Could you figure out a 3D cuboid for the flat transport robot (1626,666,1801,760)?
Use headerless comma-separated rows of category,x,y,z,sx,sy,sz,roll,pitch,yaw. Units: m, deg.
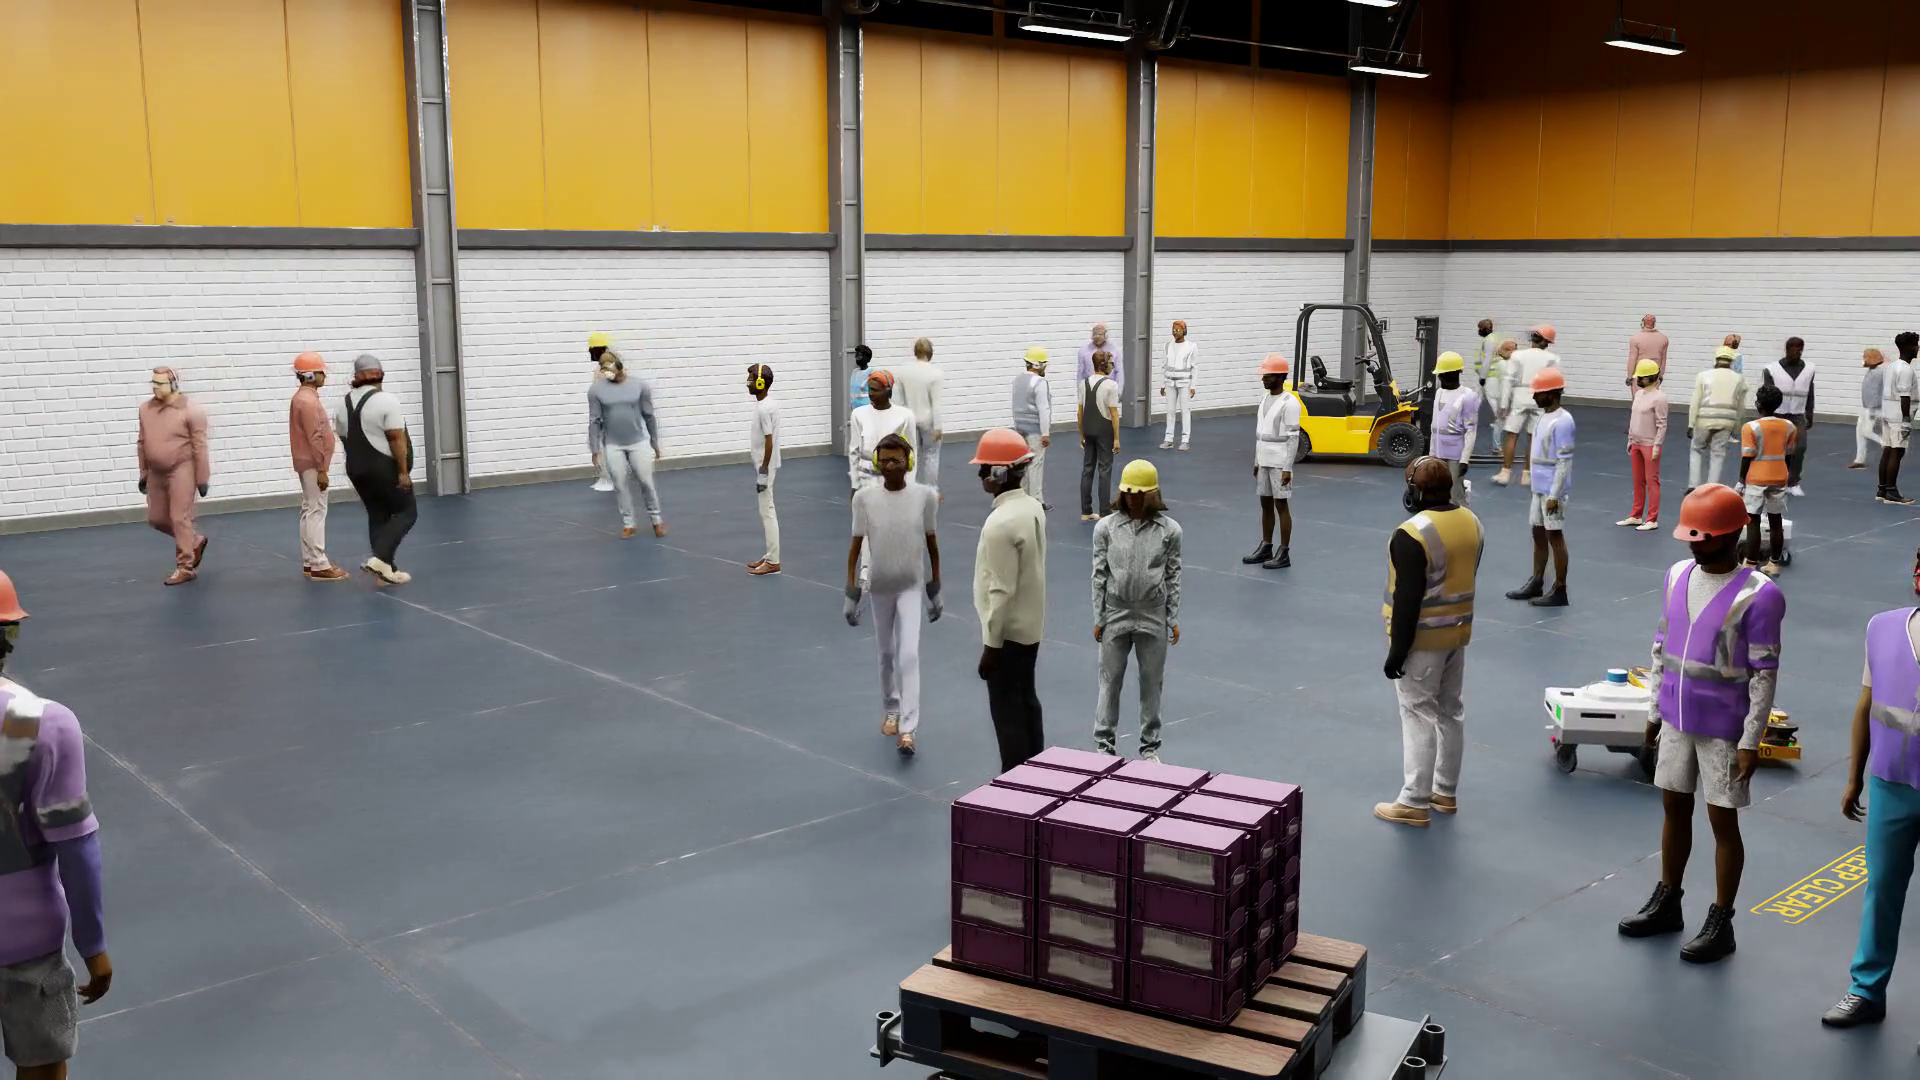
flat transport robot,4.419,1.003,9.862,0.652,0.197,1.431,2,9,10

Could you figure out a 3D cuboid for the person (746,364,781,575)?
person,-1.753,-0.626,14.751,0.319,1.871,0.532,-1,10,-5

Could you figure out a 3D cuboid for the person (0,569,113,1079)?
person,-2.593,1.048,4.448,0.614,2.039,0.394,-1,10,-7

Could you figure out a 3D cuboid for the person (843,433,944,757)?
person,-0.385,0.301,9.476,0.564,1.816,0.980,0,10,2

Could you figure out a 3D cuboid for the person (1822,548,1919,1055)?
person,3.449,0.897,5.907,0.388,1.844,0.563,-7,12,-37

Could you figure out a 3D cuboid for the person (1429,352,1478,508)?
person,4.622,-0.817,15.728,0.381,1.919,0.584,-3,10,-19

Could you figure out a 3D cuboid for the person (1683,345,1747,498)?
person,8.634,-1.321,19.030,0.614,1.796,0.533,2,10,11

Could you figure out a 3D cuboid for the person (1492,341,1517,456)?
person,7.642,-1.973,23.327,0.267,1.632,0.507,4,10,21

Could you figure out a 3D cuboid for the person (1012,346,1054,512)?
person,0.814,-1.225,18.375,0.403,1.828,0.595,-6,11,-31

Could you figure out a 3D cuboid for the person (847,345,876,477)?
person,-1.219,-1.627,21.119,0.319,1.696,0.532,-8,13,-39

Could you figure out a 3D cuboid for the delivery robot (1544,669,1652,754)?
delivery robot,3.579,0.950,9.093,0.707,0.478,0.477,1,10,9

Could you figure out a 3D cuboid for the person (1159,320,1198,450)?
person,3.176,-2.249,24.217,0.573,1.883,0.356,6,12,32

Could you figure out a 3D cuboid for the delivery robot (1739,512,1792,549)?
delivery robot,7.178,-0.080,15.123,0.707,0.478,0.477,-3,10,-14

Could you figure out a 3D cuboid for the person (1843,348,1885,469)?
person,12.054,-1.723,21.909,0.542,1.612,0.508,2,10,11

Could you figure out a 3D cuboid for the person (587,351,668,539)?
person,-3.329,-0.936,16.495,0.692,1.895,0.443,-1,10,-8

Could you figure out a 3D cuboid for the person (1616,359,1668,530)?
person,7.048,-0.977,17.136,0.327,1.760,0.523,-2,10,-11

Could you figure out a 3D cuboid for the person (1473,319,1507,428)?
person,8.585,-2.713,27.242,0.891,1.780,0.698,3,10,17

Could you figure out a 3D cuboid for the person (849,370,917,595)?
person,-0.641,-0.468,13.791,0.574,1.881,0.357,3,10,16

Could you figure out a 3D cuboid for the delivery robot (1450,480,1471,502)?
delivery robot,5.223,-0.580,18.053,0.477,0.478,0.707,-3,10,-17

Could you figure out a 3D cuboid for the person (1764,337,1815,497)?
person,9.697,-1.435,19.452,0.621,1.876,0.614,1,10,5

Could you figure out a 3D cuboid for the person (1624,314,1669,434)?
person,10.804,-2.608,26.244,0.643,1.909,0.410,-2,10,-9

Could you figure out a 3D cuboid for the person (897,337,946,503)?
person,-0.478,-1.325,18.728,0.637,1.916,0.811,7,12,35

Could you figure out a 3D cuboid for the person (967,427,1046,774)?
person,0.225,0.443,8.130,0.401,1.990,0.622,3,10,19

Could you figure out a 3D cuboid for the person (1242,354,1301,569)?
person,2.827,-0.709,15.036,0.358,1.938,0.542,-5,11,-25

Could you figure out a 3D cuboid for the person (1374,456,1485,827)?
person,2.310,0.499,8.261,0.624,1.841,0.430,-8,13,-40

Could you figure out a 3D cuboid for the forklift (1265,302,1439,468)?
forklift,5.320,-2.157,22.763,2.313,2.155,1.214,3,10,16

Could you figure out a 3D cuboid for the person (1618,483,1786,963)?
person,2.974,0.725,6.674,0.372,1.928,0.543,-5,11,-27

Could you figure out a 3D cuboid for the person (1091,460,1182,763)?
person,0.949,0.428,8.964,0.485,1.739,0.313,0,10,2

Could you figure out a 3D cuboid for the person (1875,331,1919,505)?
person,10.720,-1.394,18.964,0.362,1.966,0.611,2,10,13

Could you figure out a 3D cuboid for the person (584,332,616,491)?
person,-4.312,-1.523,19.859,0.500,1.912,0.611,-2,10,-12

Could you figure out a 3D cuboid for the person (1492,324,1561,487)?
person,6.977,-1.647,20.371,0.676,1.991,0.527,3,10,18

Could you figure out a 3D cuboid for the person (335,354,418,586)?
person,-4.926,-0.613,14.172,0.740,2.000,0.551,6,11,29

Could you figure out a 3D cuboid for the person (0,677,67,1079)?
person,-2.924,1.071,4.895,0.633,1.841,0.429,2,10,14

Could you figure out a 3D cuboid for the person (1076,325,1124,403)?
person,1.968,-2.097,23.416,0.652,1.860,0.985,0,10,2

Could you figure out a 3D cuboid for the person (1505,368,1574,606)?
person,4.719,-0.412,13.408,0.535,1.932,0.552,0,10,0

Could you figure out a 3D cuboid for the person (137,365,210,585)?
person,-6.773,-0.578,14.413,0.651,1.888,0.590,3,10,17

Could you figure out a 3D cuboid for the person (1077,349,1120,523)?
person,1.466,-1.081,17.496,0.517,1.840,0.326,9,13,42

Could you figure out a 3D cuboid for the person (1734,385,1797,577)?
person,7.024,-0.505,14.542,0.529,1.697,0.321,-2,10,-13

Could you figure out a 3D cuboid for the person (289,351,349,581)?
person,-5.615,-0.642,14.478,0.375,1.995,0.611,-6,11,-31

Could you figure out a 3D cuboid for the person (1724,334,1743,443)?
person,11.618,-2.292,25.175,0.315,1.640,0.515,-2,10,-13
